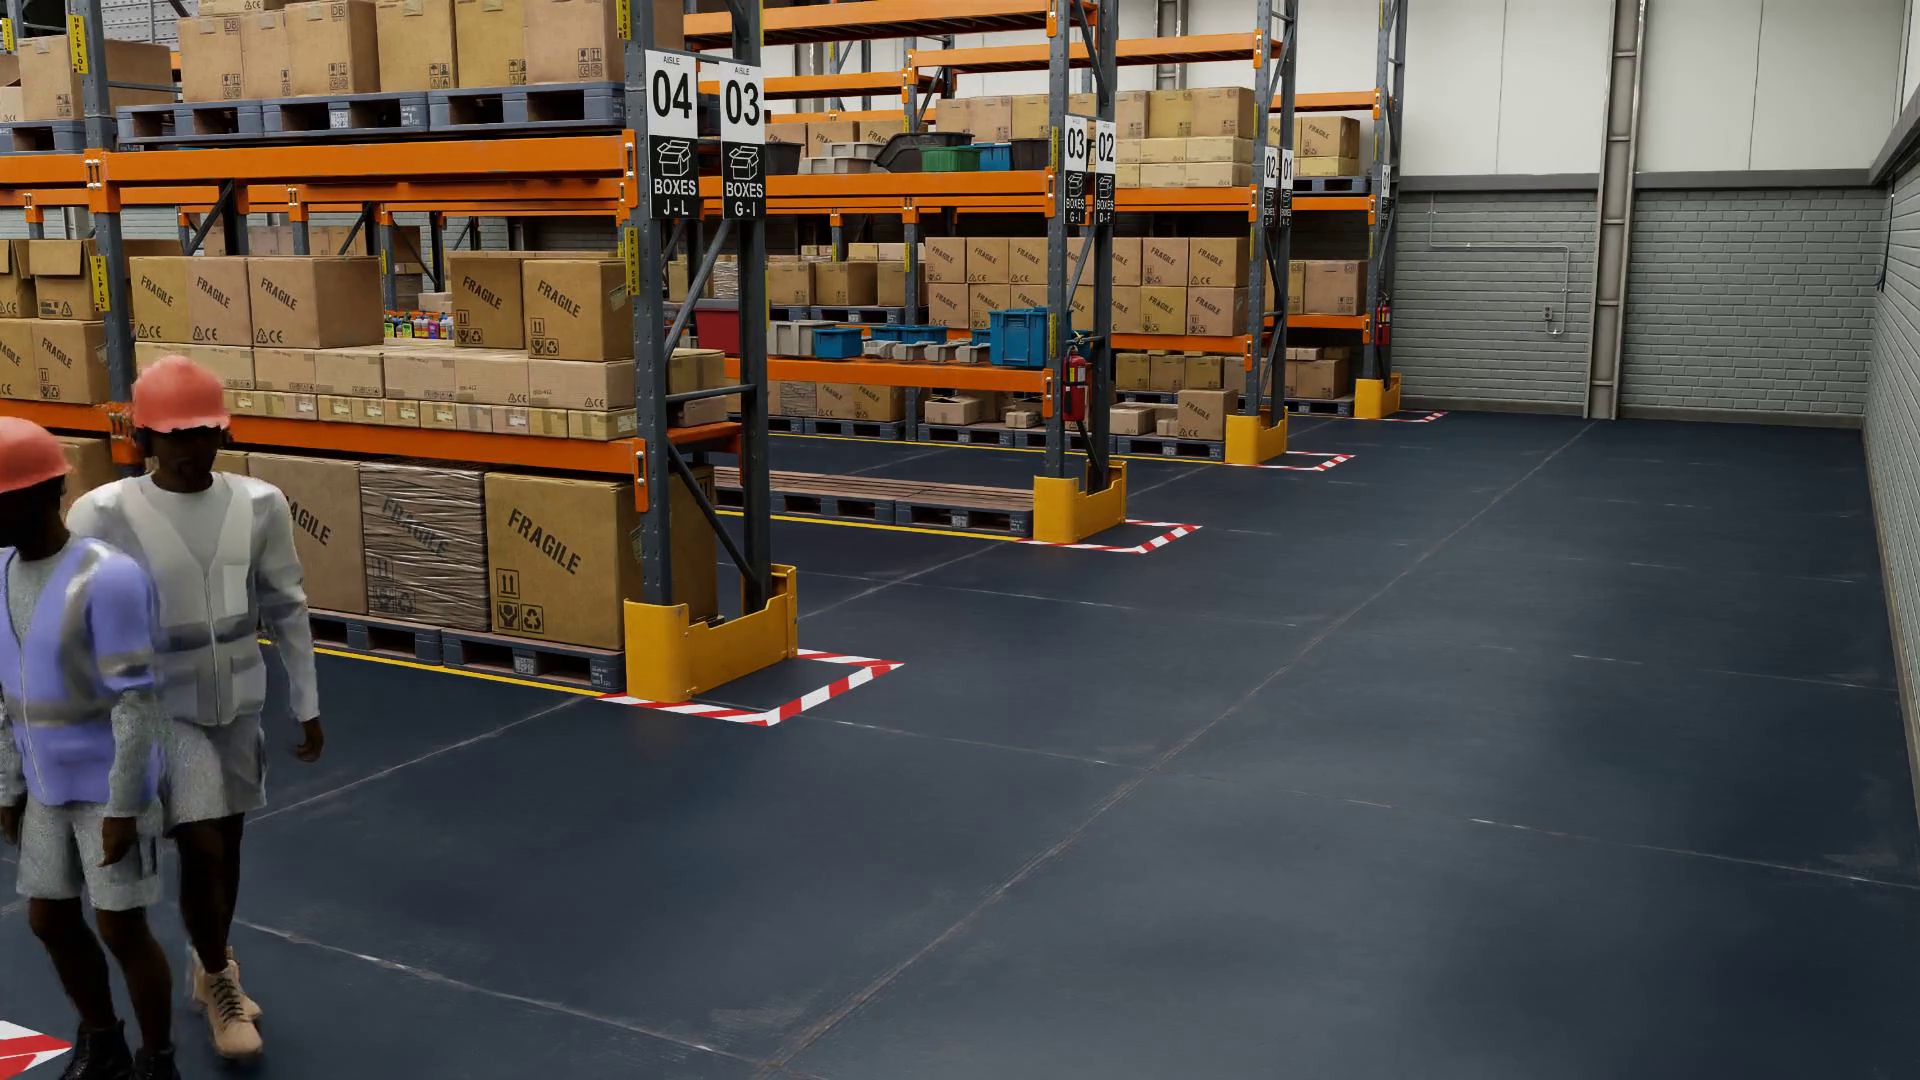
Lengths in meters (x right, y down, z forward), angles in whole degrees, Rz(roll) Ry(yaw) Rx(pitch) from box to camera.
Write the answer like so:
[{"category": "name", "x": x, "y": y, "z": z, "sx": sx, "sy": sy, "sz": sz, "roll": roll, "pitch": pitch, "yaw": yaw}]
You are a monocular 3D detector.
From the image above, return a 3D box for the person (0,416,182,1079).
[{"category": "person", "x": -2.303, "y": 0.632, "z": 4.290, "sx": 0.550, "sy": 1.923, "sz": 0.441, "roll": 5, "pitch": 11, "yaw": 25}]

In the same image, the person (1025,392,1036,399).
[{"category": "person", "x": 1.016, "y": -2.379, "z": 20.615, "sx": 0.943, "sy": 1.921, "sz": 0.618, "roll": 7, "pitch": 13, "yaw": 34}]

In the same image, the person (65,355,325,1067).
[{"category": "person", "x": -2.117, "y": 0.491, "z": 4.723, "sx": 0.712, "sy": 2.010, "sz": 0.622, "roll": 9, "pitch": 14, "yaw": 40}]
